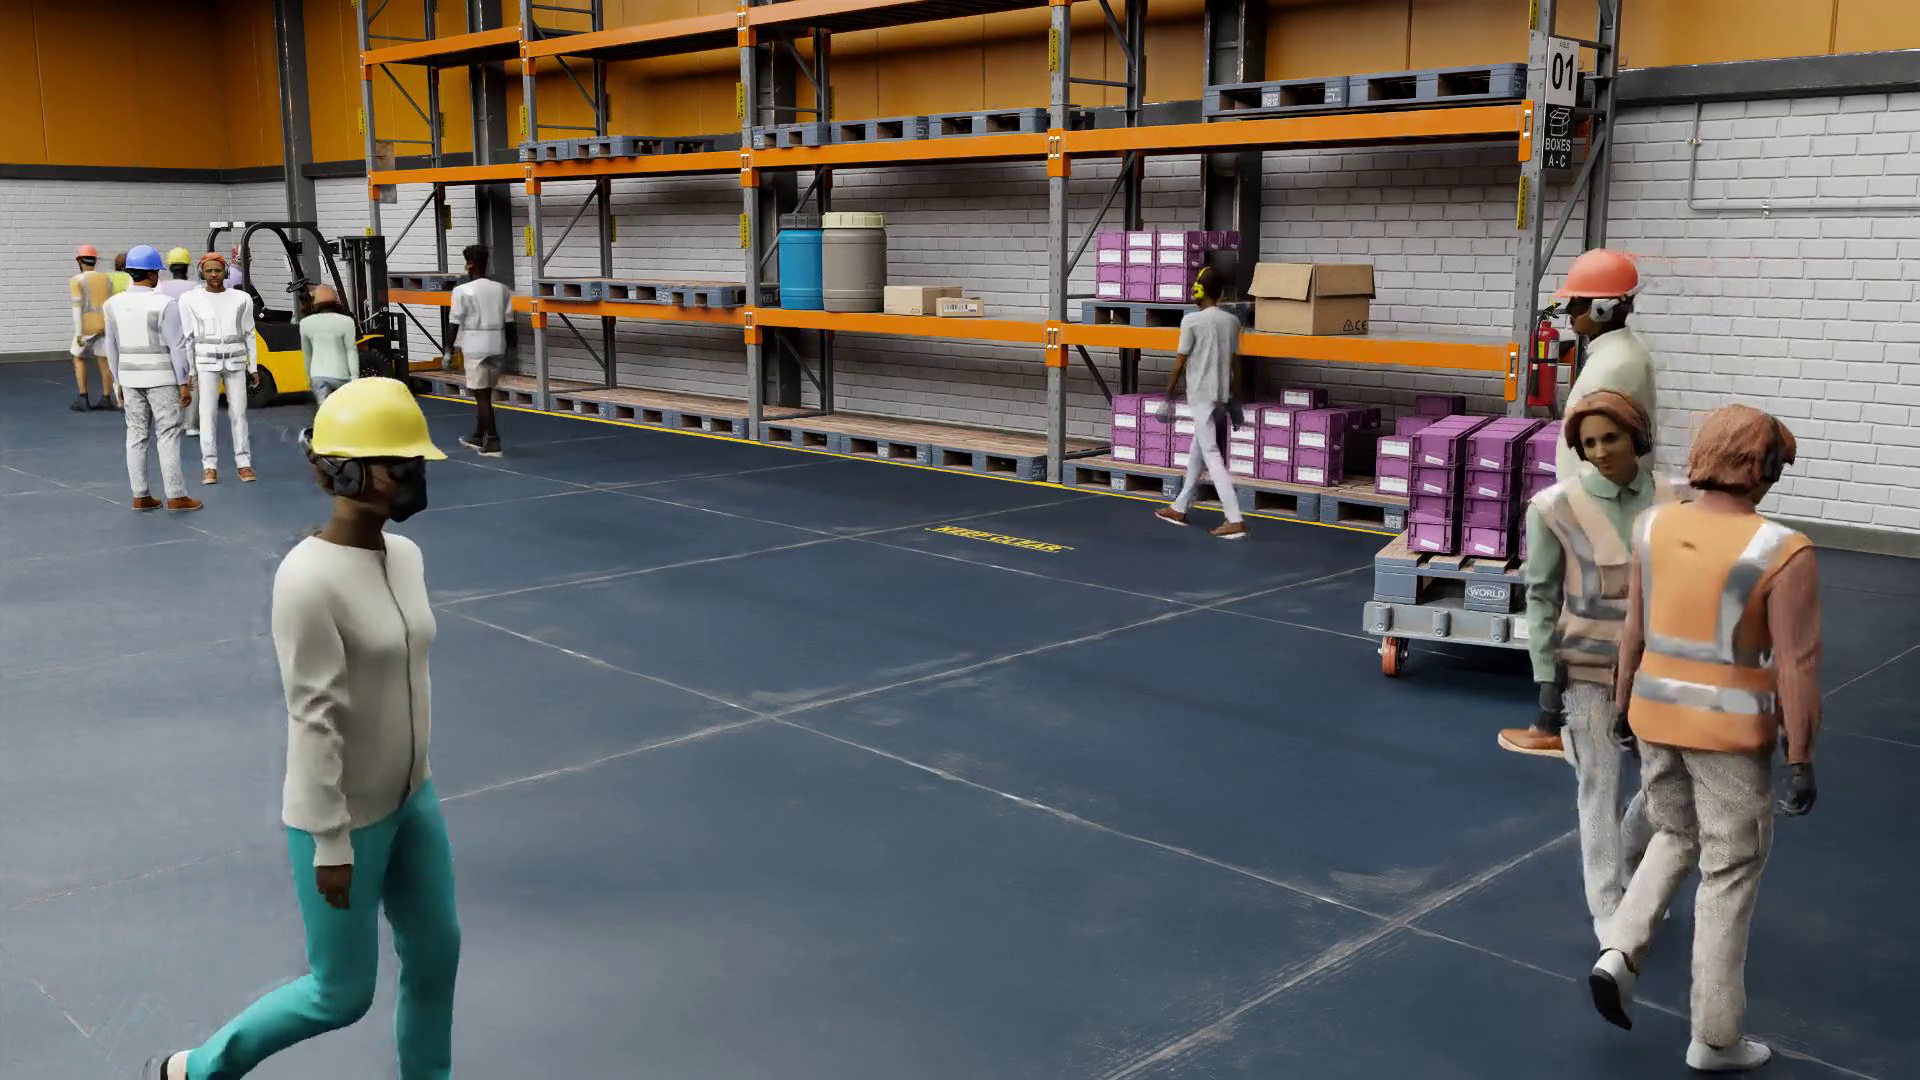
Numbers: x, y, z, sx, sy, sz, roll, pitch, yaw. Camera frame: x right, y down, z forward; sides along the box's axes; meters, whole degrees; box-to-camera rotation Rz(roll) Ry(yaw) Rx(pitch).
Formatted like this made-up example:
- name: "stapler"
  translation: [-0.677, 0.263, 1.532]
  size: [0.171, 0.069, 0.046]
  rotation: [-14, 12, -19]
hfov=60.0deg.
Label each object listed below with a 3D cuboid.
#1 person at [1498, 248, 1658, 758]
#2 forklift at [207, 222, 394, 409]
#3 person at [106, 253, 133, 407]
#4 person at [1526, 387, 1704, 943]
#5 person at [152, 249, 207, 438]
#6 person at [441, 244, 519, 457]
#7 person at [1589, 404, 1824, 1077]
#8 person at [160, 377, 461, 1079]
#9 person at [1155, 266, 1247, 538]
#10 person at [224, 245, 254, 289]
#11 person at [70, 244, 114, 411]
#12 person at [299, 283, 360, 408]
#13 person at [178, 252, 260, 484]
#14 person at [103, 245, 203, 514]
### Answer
- name: "person"
  translation: [2.487, -0.109, 6.305]
  size: [0.668, 1.976, 0.619]
  rotation: [7, 12, 33]
- name: "forklift"
  translation: [-8.169, -2.758, 20.163]
  size: [2.313, 2.155, 1.214]
  rotation: [-10, 14, -44]
- name: "person"
  translation: [-9.869, -2.472, 19.634]
  size: [0.648, 1.817, 0.449]
  rotation: [-1, 10, -3]
- name: "person"
  translation: [1.845, 0.373, 4.686]
  size: [0.545, 1.611, 0.377]
  rotation: [0, 10, -1]
- name: "person"
  translation: [-7.870, -2.008, 16.941]
  size: [0.600, 1.878, 0.983]
  rotation: [-2, 11, -12]
- name: "person"
  translation: [-4.502, -1.742, 15.336]
  size: [0.795, 1.929, 0.639]
  rotation: [7, 13, 35]
- name: "person"
  translation: [1.795, 0.482, 4.042]
  size: [0.425, 1.621, 0.580]
  rotation: [-5, 12, -27]
- name: "person"
  translation: [-1.307, 0.532, 3.439]
  size: [0.658, 1.744, 0.523]
  rotation: [2, 11, 11]
- name: "person"
  translation: [1.658, -0.943, 11.307]
  size: [0.508, 1.821, 0.966]
  rotation: [-8, 13, -38]
- name: "person"
  translation: [-9.045, -2.766, 21.023]
  size: [0.402, 1.900, 0.641]
  rotation: [-4, 11, -23]
- name: "person"
  translation: [-10.044, -2.435, 19.179]
  size: [0.600, 1.912, 0.557]
  rotation: [5, 12, 27]
- name: "person"
  translation: [-5.338, -1.367, 14.151]
  size: [0.509, 1.617, 0.357]
  rotation: [0, 10, 1]
- name: "person"
  translation: [-6.054, -1.404, 13.626]
  size: [0.584, 1.882, 0.345]
  rotation: [-6, 12, -32]
- name: "person"
  translation: [-5.885, -1.159, 12.114]
  size: [0.615, 1.947, 0.388]
  rotation: [2, 11, 10]
